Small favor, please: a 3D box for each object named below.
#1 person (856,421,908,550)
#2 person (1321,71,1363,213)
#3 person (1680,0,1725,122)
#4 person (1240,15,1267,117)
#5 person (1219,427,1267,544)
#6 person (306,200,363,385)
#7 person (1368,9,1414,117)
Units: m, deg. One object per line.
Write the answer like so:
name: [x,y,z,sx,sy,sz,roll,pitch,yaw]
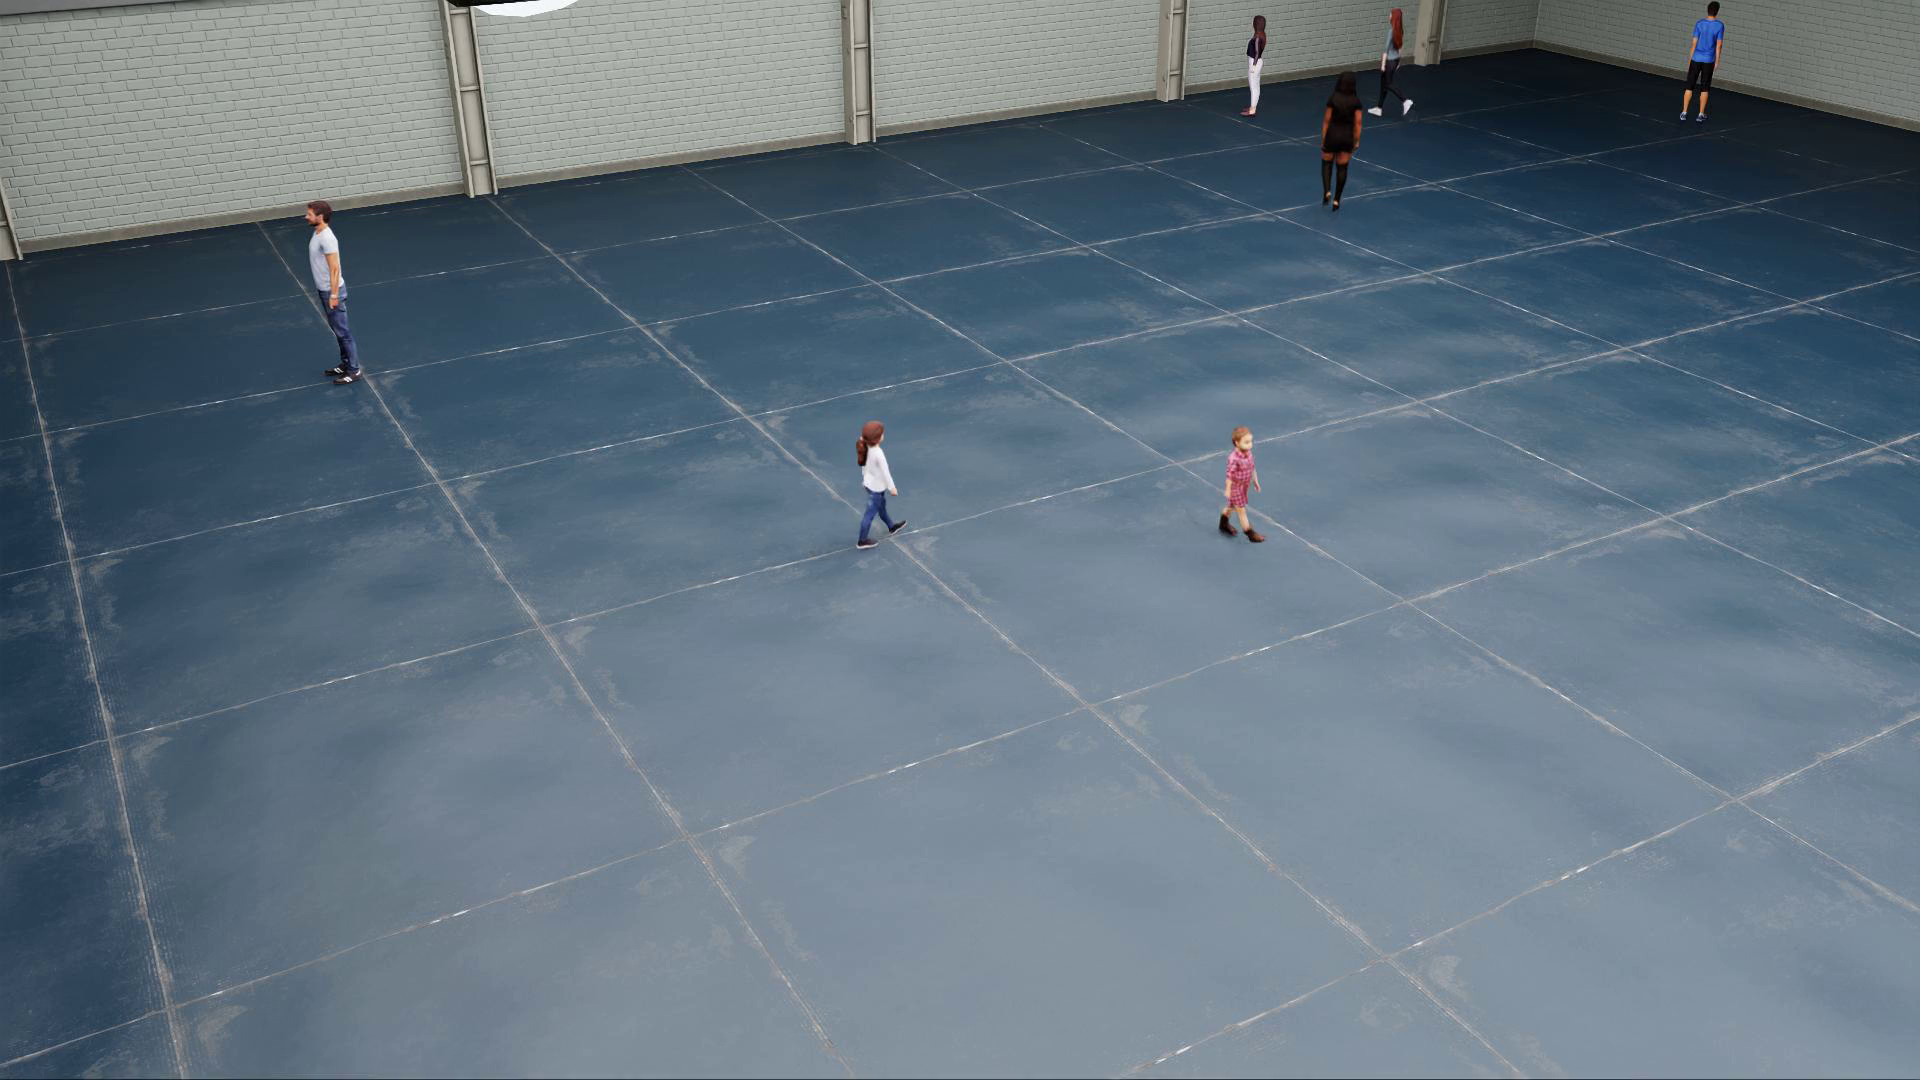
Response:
person: [-0.746,-0.440,13.624,0.721,1.090,0.458,-13,30,-24]
person: [5.066,-5.300,22.242,0.782,1.840,0.843,7,28,13]
person: [12.073,-7.784,27.038,0.703,1.866,0.725,13,30,23]
person: [4.843,-7.809,27.369,0.743,1.608,0.679,8,28,15]
person: [2.285,-0.482,13.804,0.605,0.999,0.704,24,36,39]
person: [-6.347,-2.524,16.823,0.535,1.866,0.618,-16,31,-28]
person: [7.083,-7.733,27.097,0.864,1.722,1.037,23,35,37]
